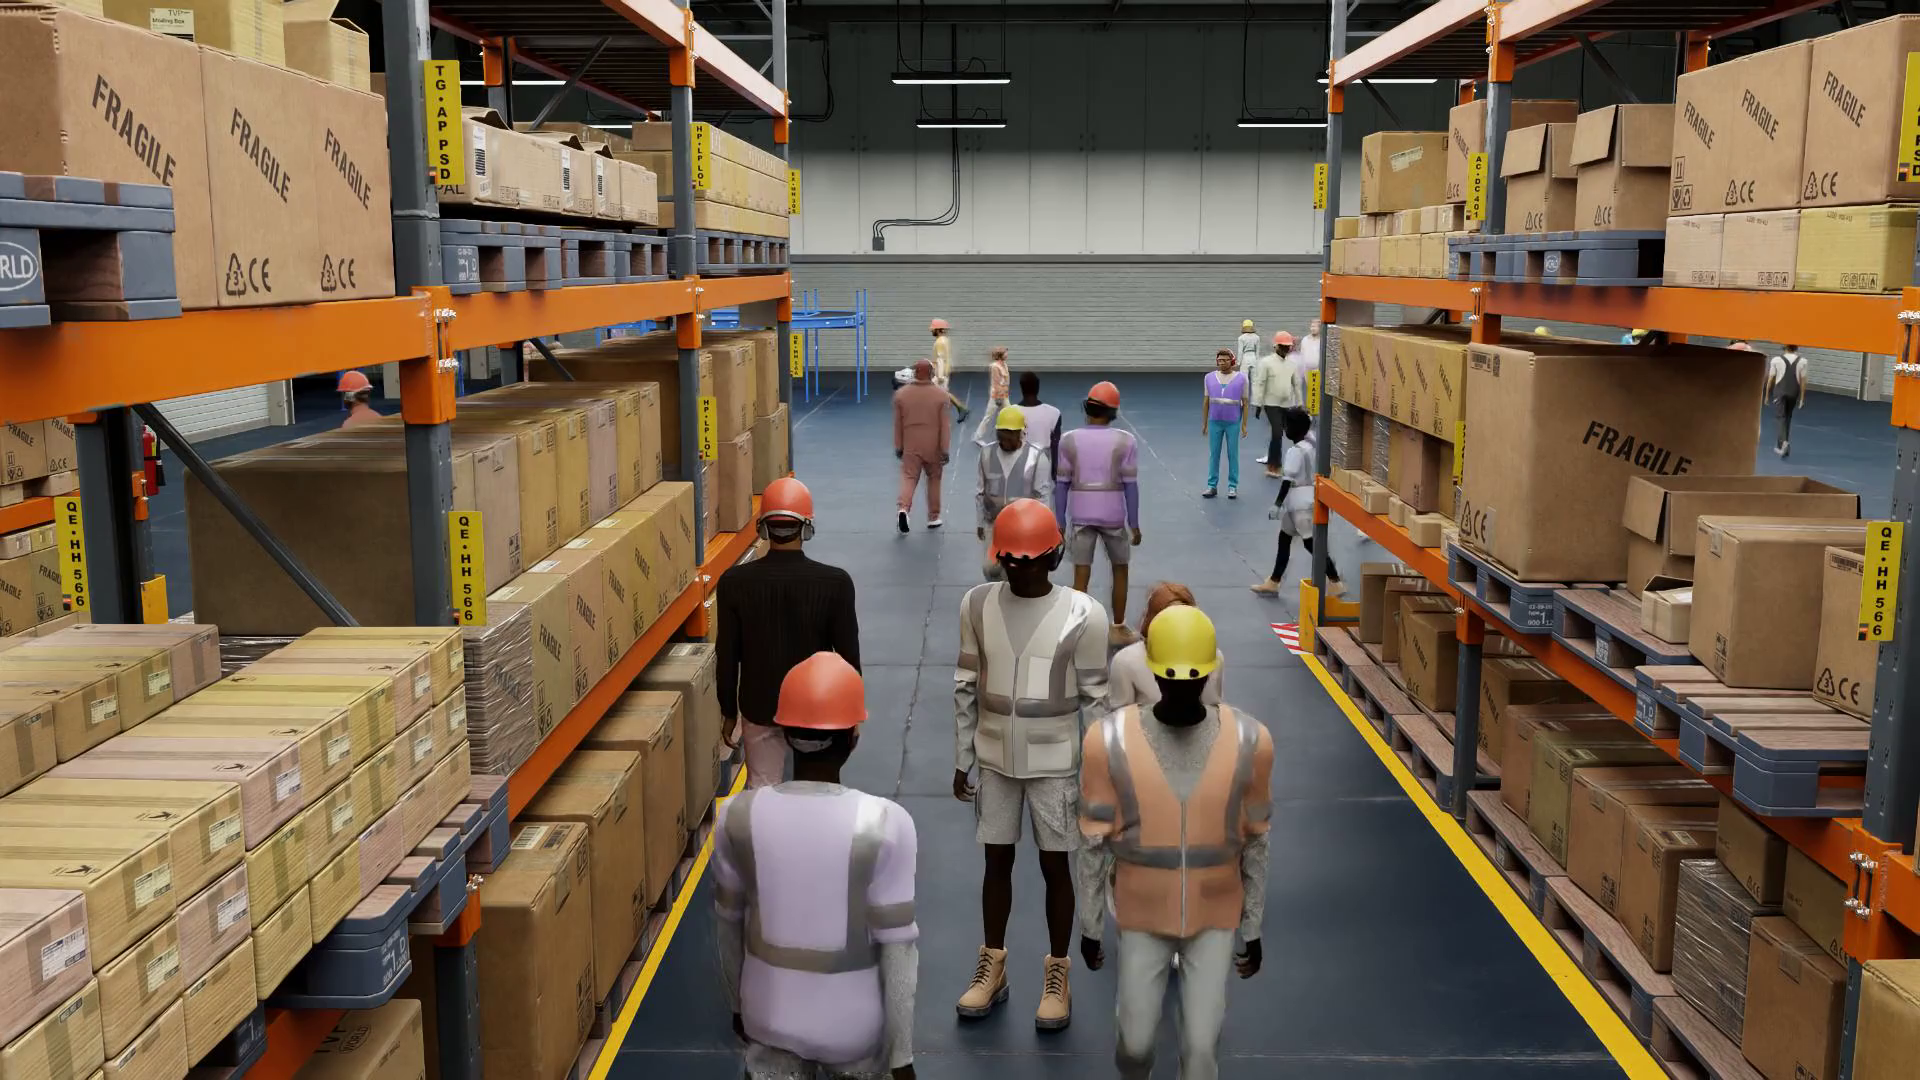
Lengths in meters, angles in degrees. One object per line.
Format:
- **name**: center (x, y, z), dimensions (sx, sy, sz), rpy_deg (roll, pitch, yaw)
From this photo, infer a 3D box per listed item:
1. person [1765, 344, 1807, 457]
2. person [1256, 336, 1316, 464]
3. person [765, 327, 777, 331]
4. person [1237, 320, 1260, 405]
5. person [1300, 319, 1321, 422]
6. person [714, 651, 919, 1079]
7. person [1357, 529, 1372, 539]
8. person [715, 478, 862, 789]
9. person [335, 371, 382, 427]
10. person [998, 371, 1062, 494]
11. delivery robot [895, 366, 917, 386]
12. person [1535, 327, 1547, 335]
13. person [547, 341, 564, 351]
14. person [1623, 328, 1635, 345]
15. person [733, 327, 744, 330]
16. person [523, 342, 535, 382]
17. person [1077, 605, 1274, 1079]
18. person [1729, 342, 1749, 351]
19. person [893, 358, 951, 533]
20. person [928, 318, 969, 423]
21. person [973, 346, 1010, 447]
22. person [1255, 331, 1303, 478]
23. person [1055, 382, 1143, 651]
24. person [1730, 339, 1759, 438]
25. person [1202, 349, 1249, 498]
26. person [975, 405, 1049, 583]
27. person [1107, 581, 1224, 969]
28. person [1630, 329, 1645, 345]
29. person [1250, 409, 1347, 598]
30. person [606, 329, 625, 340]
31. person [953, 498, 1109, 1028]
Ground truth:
- **person**: center (12.372, -2.147, 24.900), dimensions (0.520, 1.817, 0.869), rpy_deg (2, 10, 12)
- **person**: center (4.819, -2.024, 23.996), dimensions (0.936, 1.872, 0.652), rpy_deg (4, 10, 23)
- **person**: center (-3.626, -3.318, 31.783), dimensions (0.530, 1.855, 0.373), rpy_deg (1, 10, 8)
- **person**: center (5.880, -3.632, 34.015), dimensions (0.484, 1.736, 0.305), rpy_deg (-3, 10, -19)
- **person**: center (6.556, -3.137, 30.653), dimensions (0.650, 1.865, 0.978), rpy_deg (9, 13, 43)
- **person**: center (-0.358, 1.223, 4.460), dimensions (0.573, 1.888, 0.961), rpy_deg (2, 10, 11)
- **person**: center (4.454, -0.934, 17.639), dimensions (0.530, 1.821, 1.008), rpy_deg (6, 11, 33)
- **person**: center (-0.729, 0.724, 7.145), dimensions (0.622, 1.991, 0.389), rpy_deg (0, 9, 1)
- **person**: center (-5.049, -0.436, 14.209), dimensions (0.630, 1.999, 0.639), rpy_deg (1, 10, 6)
- **person**: center (0.648, -0.644, 15.670), dimensions (0.609, 1.891, 0.822), rpy_deg (0, 9, 0)
- **delivery robot**: center (-1.202, -3.736, 38.015), dimensions (0.477, 0.478, 0.707), rpy_deg (-5, 11, -28)
- **person**: center (10.421, -2.980, 30.135), dimensions (0.844, 1.734, 0.529), rpy_deg (-8, 12, -38)
- **person**: center (-5.025, -1.530, 20.872), dimensions (0.661, 1.913, 0.775), rpy_deg (0, 9, 2)
- **person**: center (14.373, -3.817, 35.322), dimensions (0.546, 1.652, 0.838), rpy_deg (-3, 10, -16)
- **person**: center (-3.368, -2.352, 25.822), dimensions (0.442, 1.914, 0.648), rpy_deg (-1, 10, -7)
- **person**: center (-5.535, -1.588, 21.288), dimensions (0.703, 1.894, 0.548), rpy_deg (5, 11, 30)
- **person**: center (0.655, 1.109, 5.118), dimensions (0.586, 1.908, 0.625), rpy_deg (0, 9, 1)
- **person**: center (9.598, -1.498, 20.721), dimensions (0.518, 1.912, 0.542), rpy_deg (-4, 10, -21)
- **person**: center (-0.424, -1.028, 18.023), dimensions (0.651, 1.876, 0.904), rpy_deg (2, 10, 13)
- **person**: center (-0.287, -3.015, 29.819), dimensions (0.859, 1.911, 0.554), rpy_deg (2, 10, 11)
- **person**: center (0.604, -2.250, 26.144), dimensions (0.870, 1.599, 0.527), rpy_deg (4, 10, 23)
- **person**: center (4.370, -1.819, 22.432), dimensions (0.654, 1.967, 0.775), rpy_deg (-5, 11, -26)
- **person**: center (1.036, -0.159, 12.385), dimensions (0.661, 2.021, 0.520), rpy_deg (3, 10, 16)
- **person**: center (12.738, -2.533, 27.288), dimensions (0.617, 1.793, 0.980), rpy_deg (-8, 13, -41)
- **person**: center (3.290, -1.450, 20.611), dimensions (0.568, 1.843, 0.374), rpy_deg (4, 10, 23)
- **person**: center (0.400, -0.147, 12.908), dimensions (0.617, 1.810, 0.446), rpy_deg (3, 10, 17)
- **person**: center (0.829, 0.946, 6.959), dimensions (0.496, 1.613, 0.460), rpy_deg (-3, 10, -16)
- **person**: center (12.327, -3.014, 30.290), dimensions (0.531, 1.739, 0.737), rpy_deg (-2, 10, -12)
- **person**: center (2.965, -0.299, 14.302), dimensions (0.862, 1.653, 0.533), rpy_deg (4, 10, 20)
- **person**: center (-8.828, -5.145, 42.512), dimensions (0.386, 1.922, 0.593), rpy_deg (9, 13, 44)
- **person**: center (0.250, 0.844, 6.316), dimensions (0.605, 2.033, 0.391), rpy_deg (4, 10, 20)
